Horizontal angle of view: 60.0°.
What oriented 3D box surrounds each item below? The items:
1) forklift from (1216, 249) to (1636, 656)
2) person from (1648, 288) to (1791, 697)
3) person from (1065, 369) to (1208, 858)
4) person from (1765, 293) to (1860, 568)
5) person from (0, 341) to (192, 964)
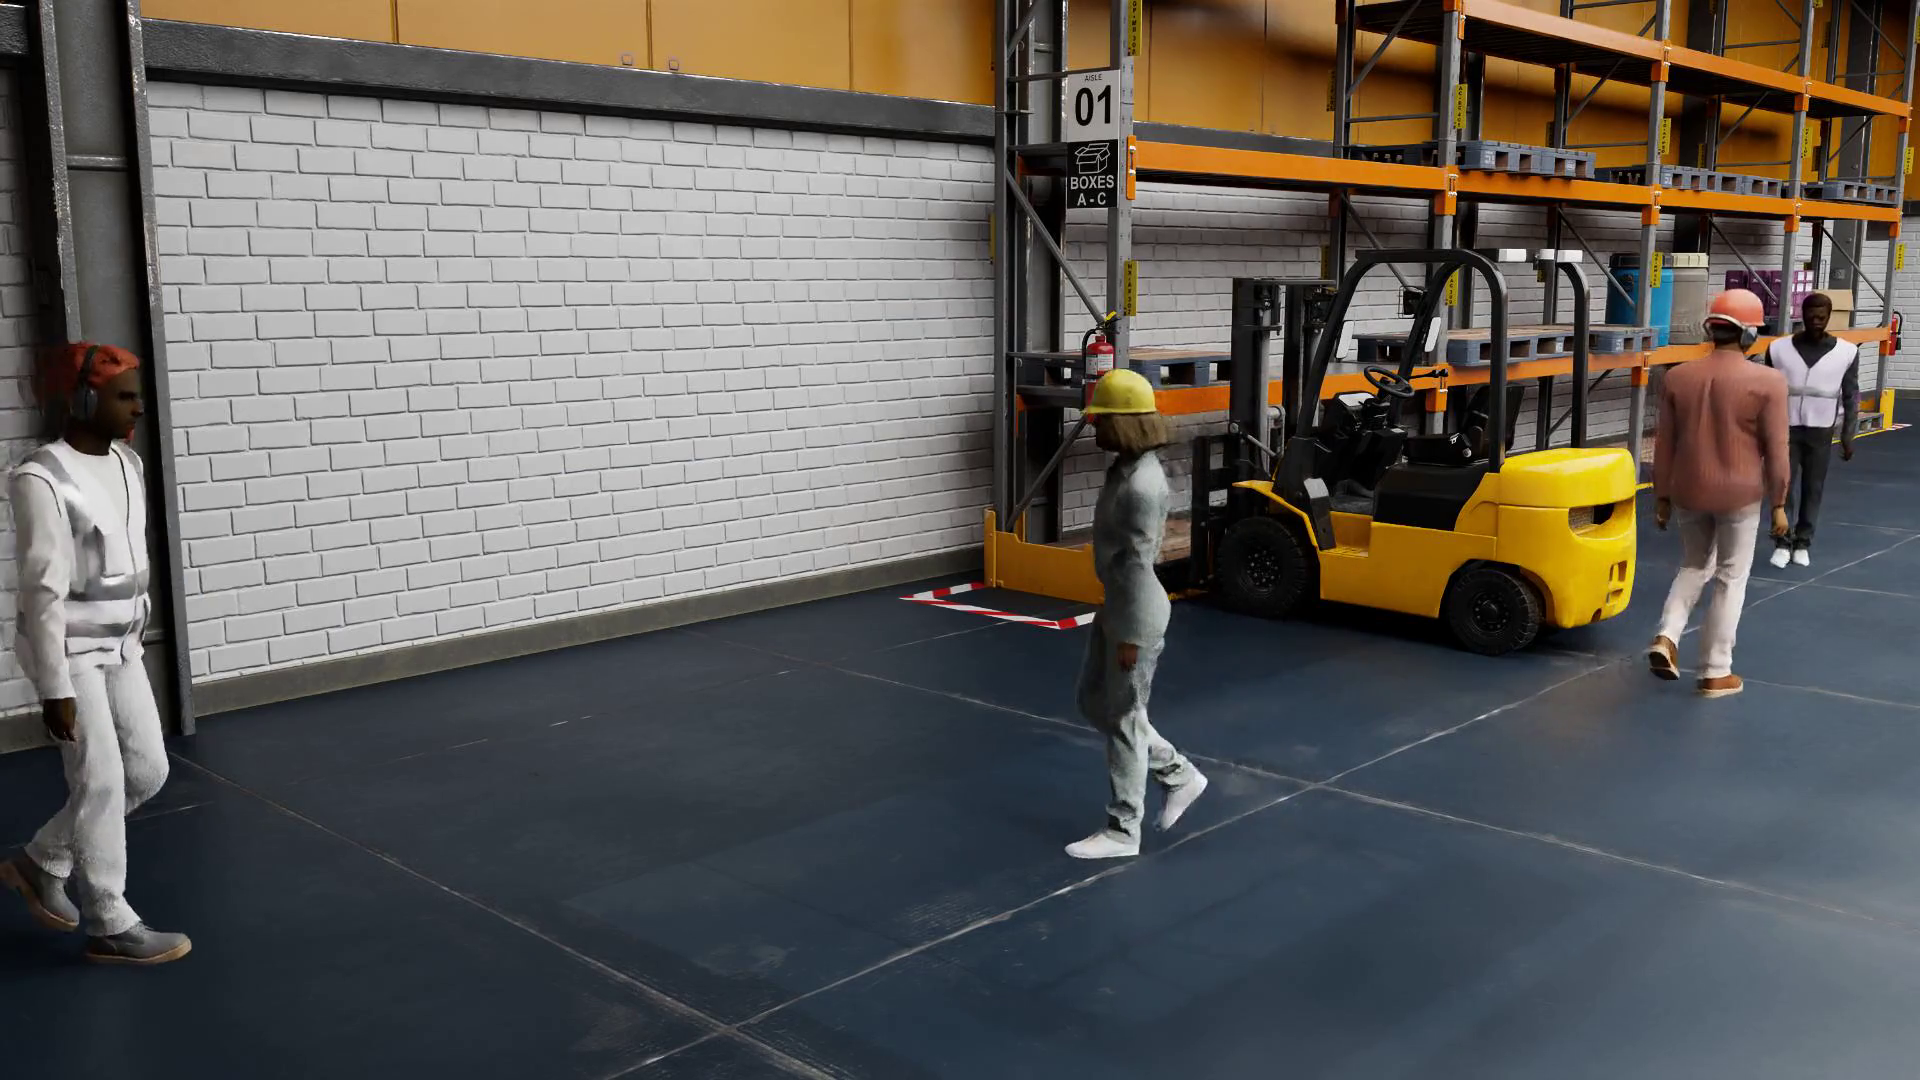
[{"bbox_3d":[2.710,-0.584,9.626,2.313,2.155,1.214,9,13,43],"label":"forklift"},{"bbox_3d":[3.674,-0.217,8.043,0.457,1.979,0.623,-7,11,-35],"label":"person"},{"bbox_3d":[0.613,0.268,5.794,0.432,1.728,0.502,-1,9,-4],"label":"person"},{"bbox_3d":[5.834,-0.739,11.463,0.616,1.894,0.733,5,10,28],"label":"person"},{"bbox_3d":[-2.621,0.345,4.925,0.519,1.867,0.591,1,9,3],"label":"person"}]
